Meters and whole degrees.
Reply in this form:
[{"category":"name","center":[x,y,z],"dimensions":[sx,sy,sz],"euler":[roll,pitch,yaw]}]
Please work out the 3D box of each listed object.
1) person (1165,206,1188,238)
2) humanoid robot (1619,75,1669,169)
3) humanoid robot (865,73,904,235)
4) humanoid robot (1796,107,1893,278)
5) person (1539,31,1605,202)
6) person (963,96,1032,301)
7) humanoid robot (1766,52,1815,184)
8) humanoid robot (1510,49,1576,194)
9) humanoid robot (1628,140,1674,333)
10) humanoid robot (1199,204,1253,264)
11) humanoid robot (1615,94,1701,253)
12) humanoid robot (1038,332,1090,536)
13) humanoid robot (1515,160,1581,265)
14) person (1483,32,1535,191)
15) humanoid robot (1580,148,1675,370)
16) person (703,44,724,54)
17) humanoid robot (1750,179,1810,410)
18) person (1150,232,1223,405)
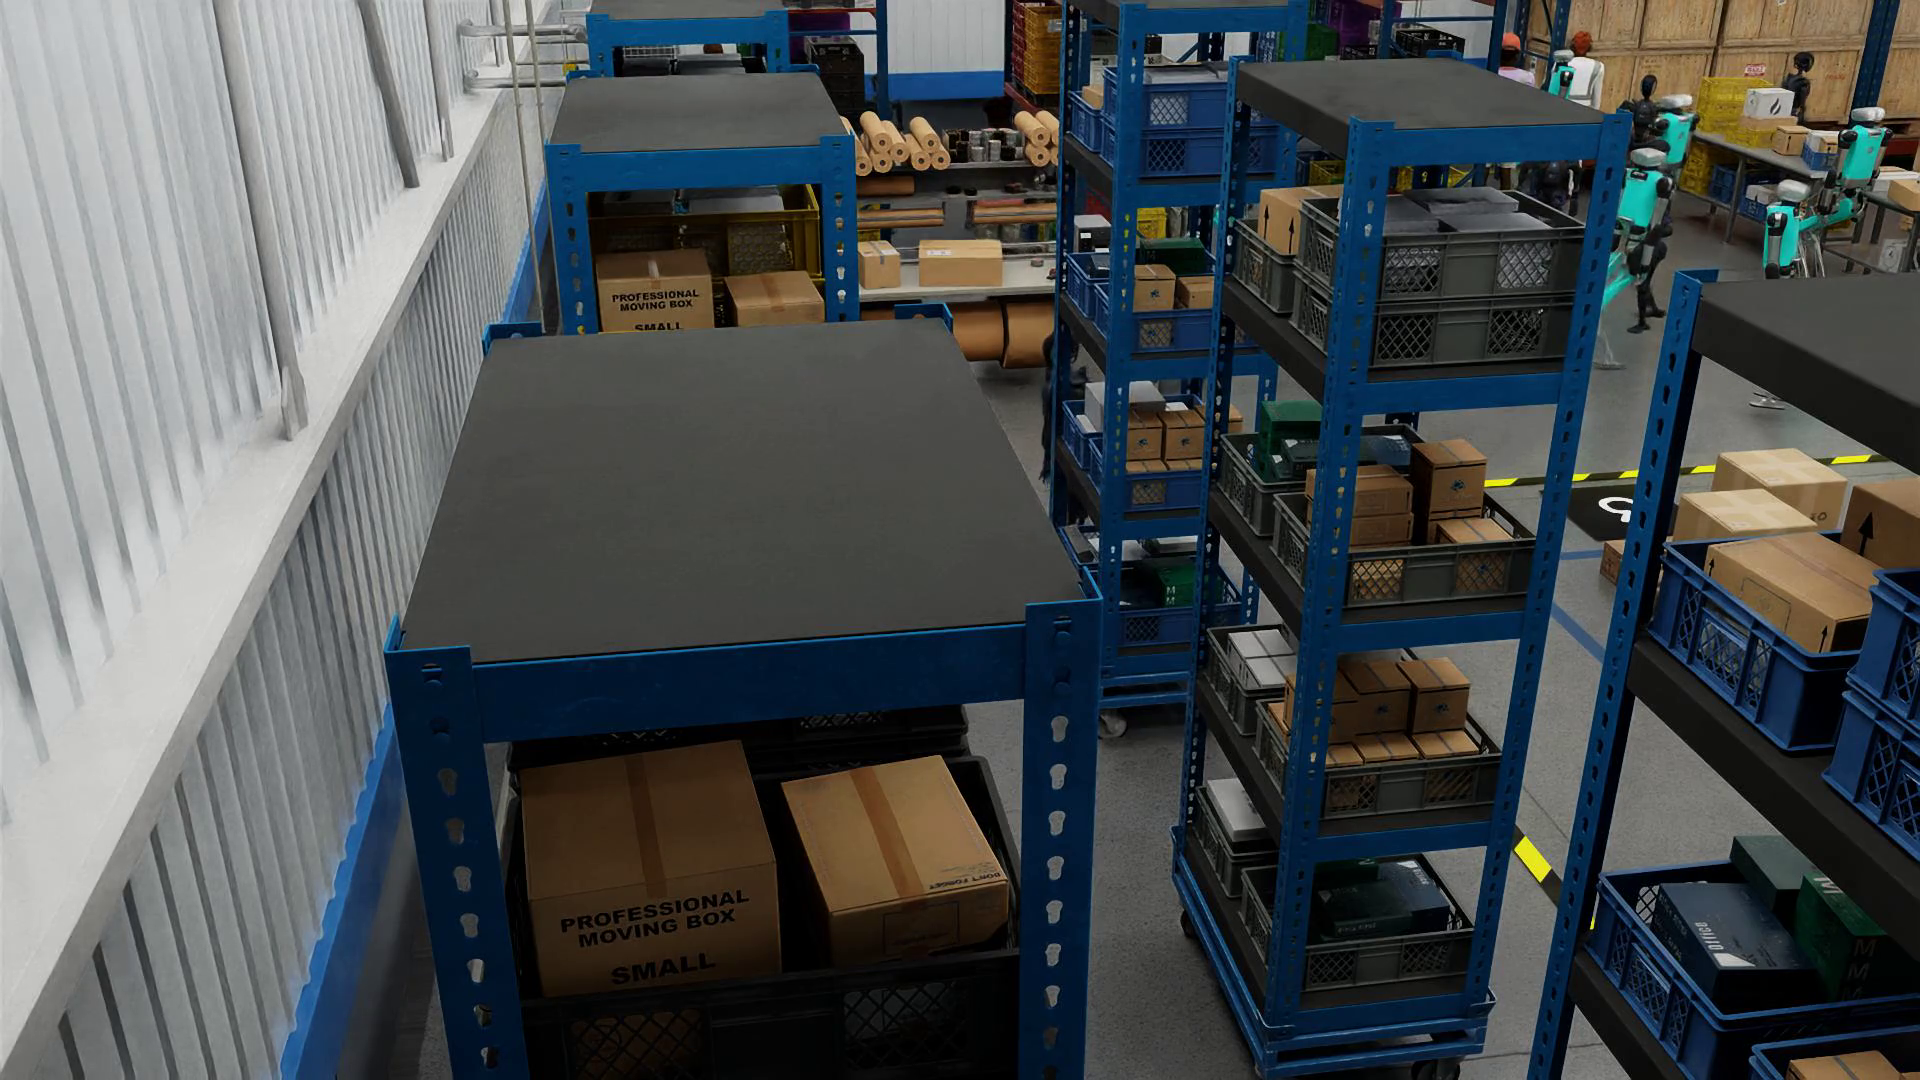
[{"category":"person","center":[2.133,-3.648,16.355],"dimensions":[0.403,1.834,0.588],"euler":[19,31,36]},{"category":"humanoid robot","center":[7.015,-3.979,17.268],"dimensions":[0.590,1.642,0.555],"euler":[10,27,21]},{"category":"humanoid robot","center":[-0.844,-4.082,17.501],"dimensions":[0.589,1.630,0.622],"euler":[-16,29,-30]},{"category":"humanoid robot","center":[7.975,-3.159,15.248],"dimensions":[0.533,1.677,0.735],"euler":[-8,26,-16]},{"category":"person","center":[6.870,-4.745,18.687],"dimensions":[0.570,1.877,0.338],"euler":[5,25,10]},{"category":"person","center":[0.356,-2.900,14.613],"dimensions":[0.609,1.936,0.551],"euler":[-8,26,-17]},{"category":"humanoid robot","center":[9.216,-4.629,18.682],"dimensions":[0.463,1.647,0.604],"euler":[0,25,0]},{"category":"humanoid robot","center":[6.258,-4.481,18.190],"dimensions":[0.719,1.716,0.531],"euler":[4,25,9]},{"category":"humanoid robot","center":[5.990,-2.616,14.309],"dimensions":[0.465,1.646,0.613],"euler":[4,25,8]},{"category":"humanoid robot","center":[2.471,-2.994,15.093],"dimensions":[0.530,1.774,1.000],"euler":[-2,25,-5]},{"category":"humanoid robot","center":[6.551,-3.360,15.975],"dimensions":[0.545,1.888,0.783],"euler":[-12,27,-24]},{"category":"humanoid robot","center":[0.647,-0.419,9.538],"dimensions":[0.404,1.639,0.612],"euler":[-10,26,-20]},{"category":"humanoid robot","center":[5.283,-2.930,15.059],"dimensions":[0.608,1.647,0.755],"euler":[4,25,10]},{"category":"person","center":[5.657,-4.274,17.472],"dimensions":[0.606,2.042,0.372],"euler":[6,25,12]},{"category":"humanoid robot","center":[5.224,-2.225,13.376],"dimensions":[0.777,1.764,0.561],"euler":[-13,28,-25]},{"category":"person","center":[-2.671,-4.554,18.315],"dimensions":[0.629,1.843,0.429],"euler":[-20,32,-37]},{"category":"humanoid robot","center":[6.204,-1.773,12.230],"dimensions":[0.735,1.681,0.533],"euler":[16,29,31]},{"category":"person","center":[1.471,-1.090,10.774],"dimensions":[0.589,1.852,0.365],"euler":[-4,25,-9]}]
